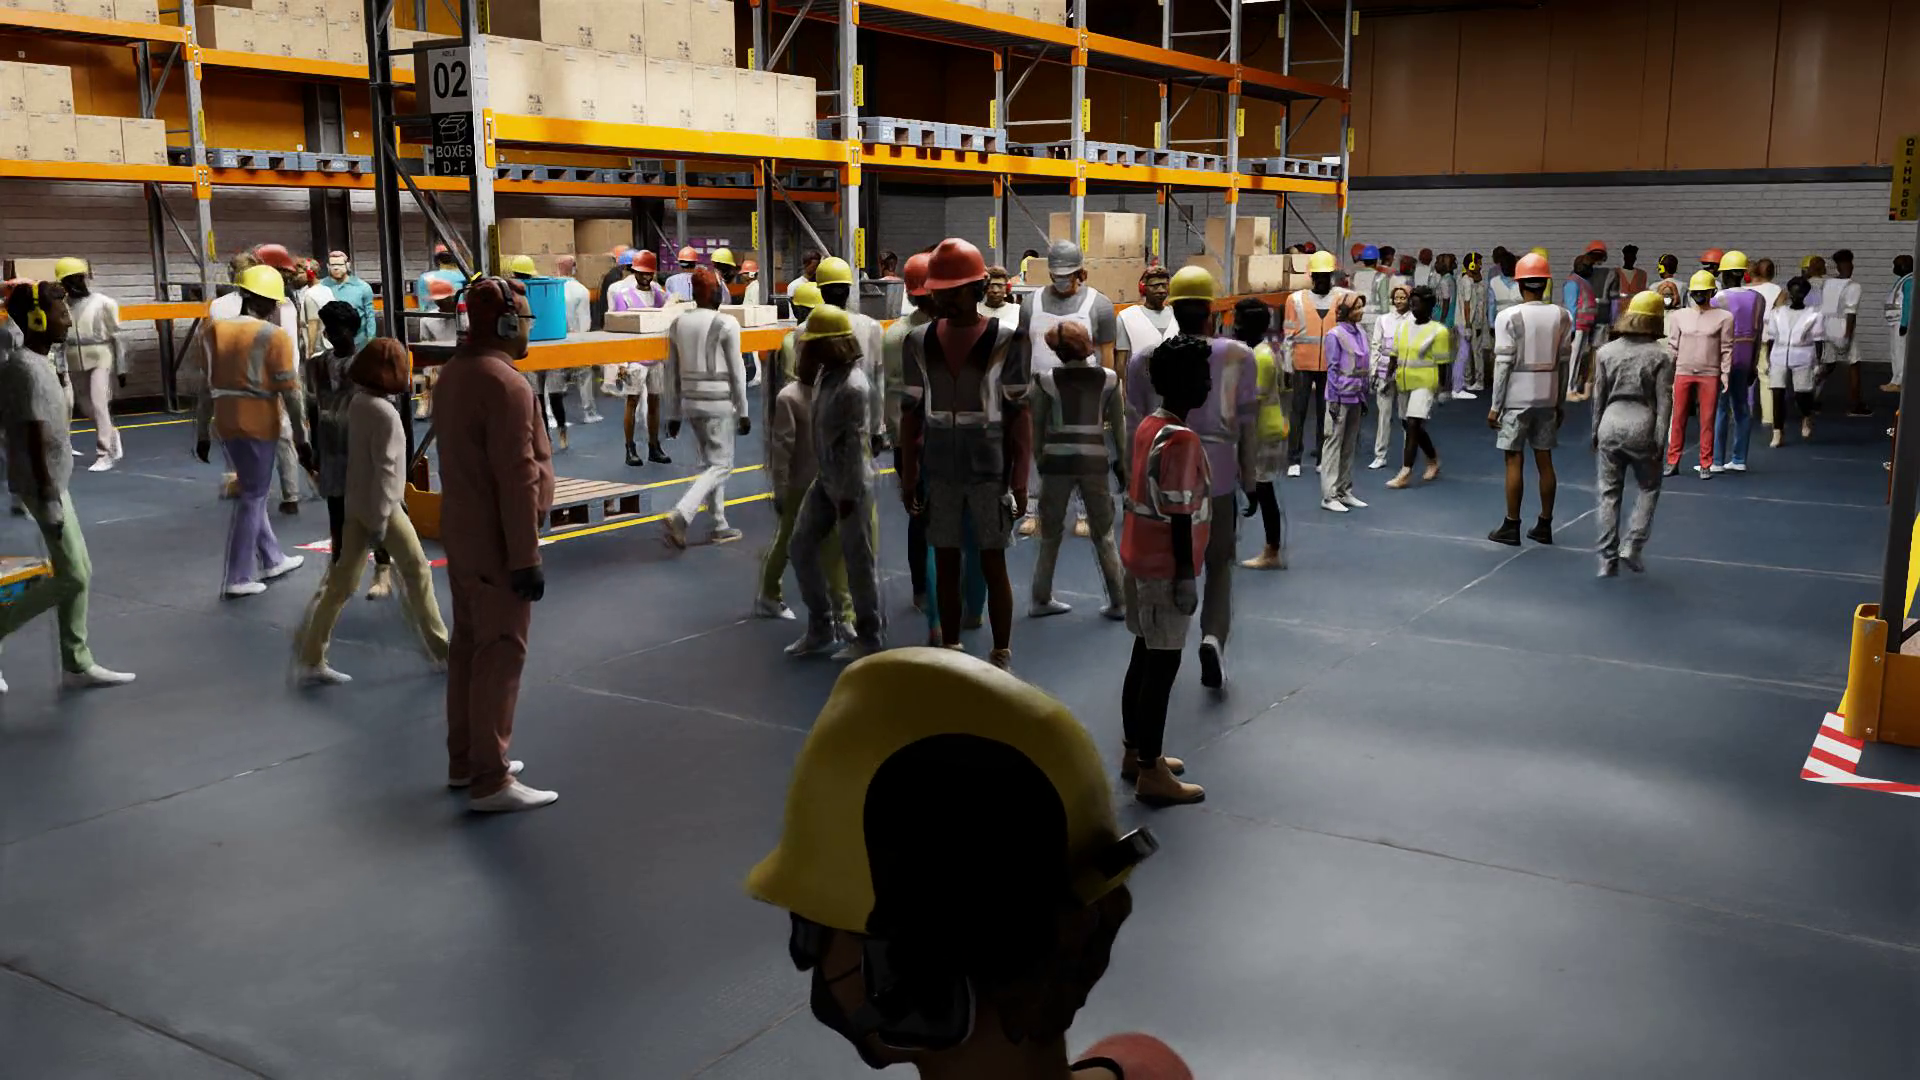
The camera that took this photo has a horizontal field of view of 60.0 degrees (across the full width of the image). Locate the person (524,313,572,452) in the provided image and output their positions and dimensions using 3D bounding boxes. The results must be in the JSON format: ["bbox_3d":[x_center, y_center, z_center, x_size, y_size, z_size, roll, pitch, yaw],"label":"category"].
[{"bbox_3d":[-3.902,-1.613,15.552,0.540,1.682,0.366,0,10,0],"label":"person"}]

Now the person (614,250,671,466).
[{"bbox_3d":[-2.828,-1.638,14.999,0.547,1.934,0.376,-8,13,-38],"label":"person"}]

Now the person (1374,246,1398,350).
[{"bbox_3d":[6.554,-3.592,25.839,0.514,1.927,0.650,-6,12,-28],"label":"person"}]

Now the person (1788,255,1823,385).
[{"bbox_3d":[11.715,-3.020,22.984,0.403,1.824,0.599,2,10,11],"label":"person"}]

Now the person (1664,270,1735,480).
[{"bbox_3d":[6.250,-1.392,14.107,0.534,1.767,0.319,7,12,33],"label":"person"}]

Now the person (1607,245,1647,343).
[{"bbox_3d":[10.026,-3.465,25.082,0.598,1.958,0.376,1,10,4],"label":"person"}]

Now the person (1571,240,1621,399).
[{"bbox_3d":[8.143,-2.834,21.423,0.630,2.003,0.909,4,11,22],"label":"person"}]

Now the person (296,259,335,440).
[{"bbox_3d":[-6.494,-1.935,16.925,0.383,1.837,0.565,0,10,-2],"label":"person"}]

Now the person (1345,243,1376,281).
[{"bbox_3d":[6.605,-3.897,27.397,0.631,1.975,0.622,-3,11,-15],"label":"person"}]

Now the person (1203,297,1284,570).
[{"bbox_3d":[1.706,-0.635,10.171,0.629,1.677,0.538,0,10,-3],"label":"person"}]

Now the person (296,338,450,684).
[{"bbox_3d":[-2.667,-0.128,7.601,0.852,1.585,0.505,-9,14,-41],"label":"person"}]

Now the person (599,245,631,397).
[{"bbox_3d":[-4.404,-2.800,21.376,0.510,1.961,0.623,-3,11,-17],"label":"person"}]

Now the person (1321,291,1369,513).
[{"bbox_3d":[2.893,-1.038,12.482,0.308,1.645,0.514,9,13,40],"label":"person"}]

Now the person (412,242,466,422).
[{"bbox_3d":[-5.797,-2.329,18.701,0.814,1.995,0.591,-5,12,-27],"label":"person"}]

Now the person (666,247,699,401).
[{"bbox_3d":[-3.350,-2.646,20.576,0.553,1.935,0.361,2,10,12],"label":"person"}]

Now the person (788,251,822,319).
[{"bbox_3d":[-1.637,-2.198,18.189,0.406,1.909,0.593,8,13,38],"label":"person"}]

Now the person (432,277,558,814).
[{"bbox_3d":[-1.662,0.013,5.998,0.409,1.895,0.659,-6,12,-32],"label":"person"}]

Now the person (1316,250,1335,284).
[{"bbox_3d":[6.350,-4.109,28.922,0.486,1.850,0.619,-2,10,-8],"label":"person"}]

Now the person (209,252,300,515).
[{"bbox_3d":[-5.134,-1.123,12.155,0.627,1.933,0.372,-10,14,-43],"label":"person"}]

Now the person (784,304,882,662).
[{"bbox_3d":[-0.625,-0.254,7.914,0.590,1.716,0.503,-6,12,-29],"label":"person"}]

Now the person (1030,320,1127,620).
[{"bbox_3d":[0.632,-0.367,8.840,0.536,1.615,0.360,-1,10,-7],"label":"person"}]

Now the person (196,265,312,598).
[{"bbox_3d":[-4.067,-0.638,9.632,0.669,1.868,0.877,3,11,16],"label":"person"}]

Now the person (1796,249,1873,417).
[{"bbox_3d":[10.121,-2.384,19.162,0.694,1.923,0.602,-3,11,-16],"label":"person"}]

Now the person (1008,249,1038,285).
[{"bbox_3d":[0.849,-2.576,20.284,0.585,1.911,0.390,-1,10,-8],"label":"person"}]

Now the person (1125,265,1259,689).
[{"bbox_3d":[1.046,-0.274,7.512,0.616,1.909,0.590,1,10,8],"label":"person"}]

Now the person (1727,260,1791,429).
[{"bbox_3d":[8.612,-2.090,17.891,0.762,1.803,0.383,6,12,31],"label":"person"}]

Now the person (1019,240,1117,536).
[{"bbox_3d":[0.705,-1.034,11.360,0.682,2.000,0.536,3,11,15],"label":"person"}]

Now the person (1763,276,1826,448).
[{"bbox_3d":[8.167,-1.739,16.270,0.543,1.686,0.521,9,14,41],"label":"person"}]

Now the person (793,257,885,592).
[{"bbox_3d":[-0.707,-0.661,9.614,0.593,1.922,0.376,-7,12,-34],"label":"person"}]

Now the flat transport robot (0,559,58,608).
[{"bbox_3d":[-5.460,0.292,8.917,0.652,0.197,1.431,1,10,6],"label":"flat transport robot"}]

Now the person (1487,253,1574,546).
[{"bbox_3d":[3.772,-0.930,11.076,0.549,1.933,0.373,-2,10,-11],"label":"person"}]

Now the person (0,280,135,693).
[{"bbox_3d":[-4.076,-0.210,7.327,0.586,1.850,0.534,-5,11,-24],"label":"person"}]

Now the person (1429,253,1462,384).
[{"bbox_3d":[6.842,-3.107,23.409,0.501,1.841,0.349,2,10,8],"label":"person"}]

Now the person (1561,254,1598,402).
[{"bbox_3d":[7.801,-2.670,20.982,0.429,1.839,0.634,7,12,34],"label":"person"}]

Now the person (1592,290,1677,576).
[{"bbox_3d":[4.037,-0.630,10.011,0.493,1.726,0.392,8,13,37],"label":"person"}]
